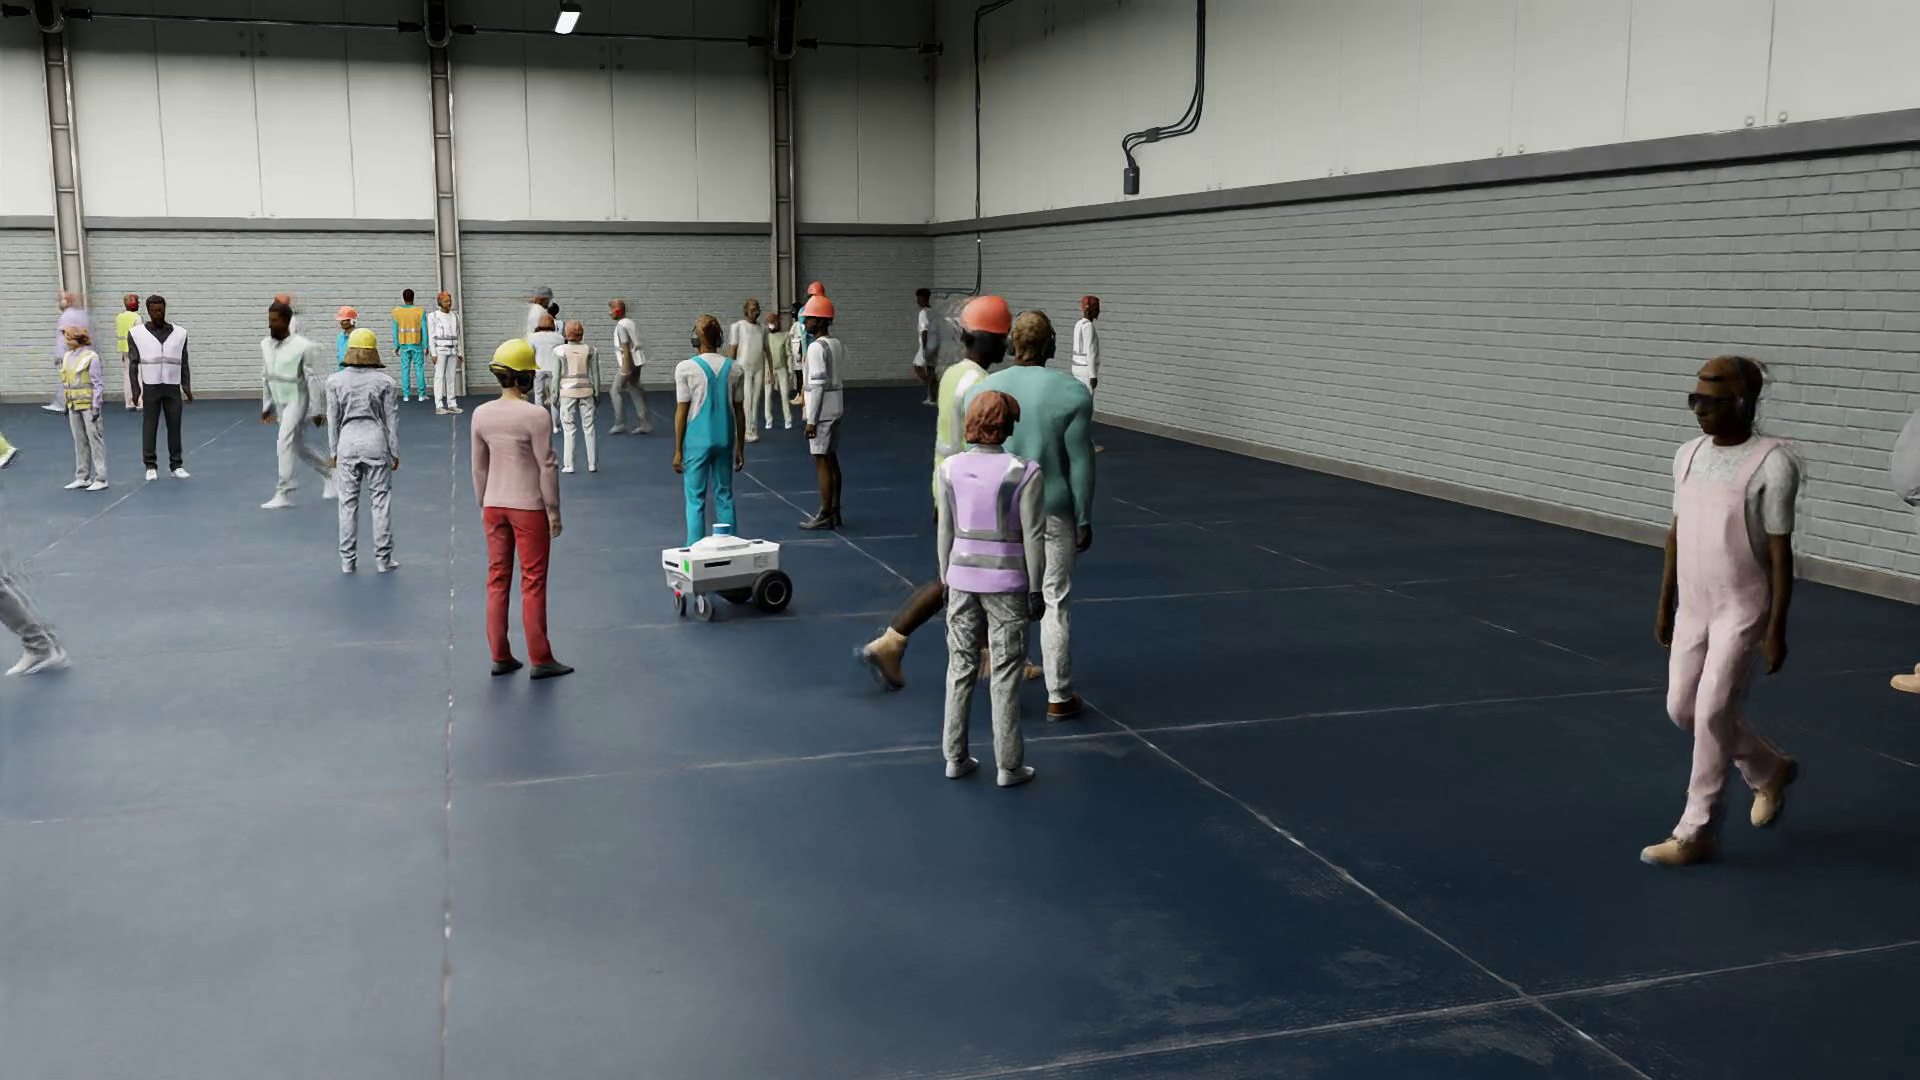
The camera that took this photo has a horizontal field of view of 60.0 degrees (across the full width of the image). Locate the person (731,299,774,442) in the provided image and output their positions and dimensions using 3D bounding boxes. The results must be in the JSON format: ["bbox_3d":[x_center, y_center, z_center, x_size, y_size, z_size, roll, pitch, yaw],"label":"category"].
[{"bbox_3d":[-2.596,-2.137,21.110,0.530,1.827,0.635,-5,10,-31],"label":"person"}]

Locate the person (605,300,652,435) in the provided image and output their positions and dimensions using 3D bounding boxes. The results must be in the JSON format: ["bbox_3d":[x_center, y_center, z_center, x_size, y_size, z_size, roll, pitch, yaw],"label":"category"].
[{"bbox_3d":[-4.476,-2.297,22.234,0.705,1.797,0.594,0,9,1],"label":"person"}]

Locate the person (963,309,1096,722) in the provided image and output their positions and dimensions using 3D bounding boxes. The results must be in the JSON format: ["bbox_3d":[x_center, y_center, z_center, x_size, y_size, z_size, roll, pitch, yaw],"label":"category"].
[{"bbox_3d":[0.331,-0.110,7.830,0.627,1.941,0.372,3,9,16],"label":"person"}]

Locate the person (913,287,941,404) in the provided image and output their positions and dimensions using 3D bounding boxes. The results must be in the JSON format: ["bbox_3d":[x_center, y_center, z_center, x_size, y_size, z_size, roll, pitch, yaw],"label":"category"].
[{"bbox_3d":[-0.543,-3.220,27.652,0.424,1.945,0.632,4,10,26],"label":"person"}]

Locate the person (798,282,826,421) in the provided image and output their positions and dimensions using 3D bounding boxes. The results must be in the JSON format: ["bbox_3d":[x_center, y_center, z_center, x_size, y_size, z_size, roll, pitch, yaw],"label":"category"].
[{"bbox_3d":[-2.130,-2.774,24.517,0.394,2.037,0.605,4,10,26],"label":"person"}]

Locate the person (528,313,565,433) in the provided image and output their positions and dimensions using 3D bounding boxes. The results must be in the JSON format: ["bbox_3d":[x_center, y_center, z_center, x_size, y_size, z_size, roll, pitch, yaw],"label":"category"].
[{"bbox_3d":[-5.585,-2.253,22.505,0.502,1.627,0.289,-2,9,-11],"label":"person"}]

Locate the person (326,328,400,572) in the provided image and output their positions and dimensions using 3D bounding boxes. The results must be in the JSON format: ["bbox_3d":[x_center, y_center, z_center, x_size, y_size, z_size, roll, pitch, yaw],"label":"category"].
[{"bbox_3d":[-4.237,-0.635,11.847,0.488,1.733,0.339,-2,9,-11],"label":"person"}]

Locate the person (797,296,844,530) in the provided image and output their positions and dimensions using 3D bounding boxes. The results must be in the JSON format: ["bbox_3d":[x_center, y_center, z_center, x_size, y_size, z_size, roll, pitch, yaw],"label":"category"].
[{"bbox_3d":[-1.158,-1.048,13.813,0.358,1.940,0.545,2,9,13],"label":"person"}]

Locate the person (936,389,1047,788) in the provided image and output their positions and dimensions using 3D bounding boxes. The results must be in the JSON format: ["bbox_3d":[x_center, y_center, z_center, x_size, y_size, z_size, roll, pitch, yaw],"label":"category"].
[{"bbox_3d":[0.120,0.201,6.837,0.508,1.629,0.314,6,11,34],"label":"person"}]

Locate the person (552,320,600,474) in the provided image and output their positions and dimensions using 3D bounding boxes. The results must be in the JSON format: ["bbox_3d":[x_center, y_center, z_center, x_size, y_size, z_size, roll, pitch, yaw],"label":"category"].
[{"bbox_3d":[-4.110,-1.526,17.822,0.522,1.638,0.310,-4,10,-25],"label":"person"}]

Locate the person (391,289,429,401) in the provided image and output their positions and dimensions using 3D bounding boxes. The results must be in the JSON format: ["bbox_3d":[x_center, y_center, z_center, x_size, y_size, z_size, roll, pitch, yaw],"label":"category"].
[{"bbox_3d":[-9.404,-3.338,28.490,0.590,1.921,0.392,-1,9,-6],"label":"person"}]

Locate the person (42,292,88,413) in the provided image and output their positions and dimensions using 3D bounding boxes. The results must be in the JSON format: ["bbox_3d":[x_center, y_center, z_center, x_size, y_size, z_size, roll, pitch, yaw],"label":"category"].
[{"bbox_3d":[-13.780,-2.857,25.550,0.905,1.868,0.679,-2,9,-12],"label":"person"}]

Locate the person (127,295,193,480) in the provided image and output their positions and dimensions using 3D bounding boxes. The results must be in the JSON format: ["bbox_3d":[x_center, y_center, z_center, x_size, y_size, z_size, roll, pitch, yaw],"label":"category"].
[{"bbox_3d":[-8.323,-1.586,17.318,0.597,1.916,0.370,-8,12,-41],"label":"person"}]

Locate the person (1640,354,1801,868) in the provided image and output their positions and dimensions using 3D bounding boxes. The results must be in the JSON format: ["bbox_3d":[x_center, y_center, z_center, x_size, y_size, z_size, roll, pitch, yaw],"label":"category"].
[{"bbox_3d":[2.764,0.249,5.909,0.656,1.825,0.514,-3,10,-21],"label":"person"}]

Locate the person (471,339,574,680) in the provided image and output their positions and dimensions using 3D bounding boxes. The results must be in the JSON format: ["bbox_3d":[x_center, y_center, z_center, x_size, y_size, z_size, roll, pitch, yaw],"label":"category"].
[{"bbox_3d":[-2.297,-0.157,8.678,0.523,1.769,0.321,4,10,26],"label":"person"}]

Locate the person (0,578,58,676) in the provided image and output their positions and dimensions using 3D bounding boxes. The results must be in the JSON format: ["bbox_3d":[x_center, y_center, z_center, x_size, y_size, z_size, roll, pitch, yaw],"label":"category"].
[{"bbox_3d":[-5.107,-0.085,8.454,0.918,1.698,0.493,-9,12,-44],"label":"person"}]

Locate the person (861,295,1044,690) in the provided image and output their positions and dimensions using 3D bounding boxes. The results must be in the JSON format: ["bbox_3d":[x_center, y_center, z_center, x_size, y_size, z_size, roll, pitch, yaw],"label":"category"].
[{"bbox_3d":[-0.043,-0.222,8.371,0.930,2.012,0.614,-2,9,-14],"label":"person"}]

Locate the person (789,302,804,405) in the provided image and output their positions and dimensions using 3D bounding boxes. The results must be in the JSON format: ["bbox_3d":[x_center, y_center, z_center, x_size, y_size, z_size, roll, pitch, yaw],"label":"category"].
[{"bbox_3d":[-2.680,-3.086,27.583,0.318,1.700,0.536,-2,9,-15],"label":"person"}]

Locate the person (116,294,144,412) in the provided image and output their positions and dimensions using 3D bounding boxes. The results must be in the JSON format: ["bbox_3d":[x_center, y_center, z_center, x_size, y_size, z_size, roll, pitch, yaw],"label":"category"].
[{"bbox_3d":[-12.962,-2.922,26.066,0.570,1.845,0.381,5,10,29],"label":"person"}]

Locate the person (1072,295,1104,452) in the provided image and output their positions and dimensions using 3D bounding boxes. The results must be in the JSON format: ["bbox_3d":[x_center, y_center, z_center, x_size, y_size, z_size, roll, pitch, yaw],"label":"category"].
[{"bbox_3d":[1.539,-2.012,20.138,0.358,1.885,0.572,-2,9,-10],"label":"person"}]

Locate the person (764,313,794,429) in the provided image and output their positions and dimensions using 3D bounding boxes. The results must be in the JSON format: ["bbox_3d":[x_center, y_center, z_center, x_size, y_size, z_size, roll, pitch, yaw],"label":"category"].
[{"bbox_3d":[-2.570,-2.349,23.143,0.519,1.619,0.298,-1,9,-6],"label":"person"}]

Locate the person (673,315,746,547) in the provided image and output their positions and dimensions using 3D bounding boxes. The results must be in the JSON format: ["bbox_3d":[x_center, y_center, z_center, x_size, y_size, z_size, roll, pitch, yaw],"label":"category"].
[{"bbox_3d":[-1.726,-0.628,11.475,0.521,1.835,0.352,-6,11,-32],"label":"person"}]

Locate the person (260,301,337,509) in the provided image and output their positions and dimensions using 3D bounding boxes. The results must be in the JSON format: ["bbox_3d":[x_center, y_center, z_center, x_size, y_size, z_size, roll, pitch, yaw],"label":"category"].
[{"bbox_3d":[-6.105,-1.260,15.351,0.585,1.887,0.909,5,10,31],"label":"person"}]

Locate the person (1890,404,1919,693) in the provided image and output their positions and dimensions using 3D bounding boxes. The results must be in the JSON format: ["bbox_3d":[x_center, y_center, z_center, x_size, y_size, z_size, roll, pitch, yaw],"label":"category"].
[{"bbox_3d":[4.984,-0.245,8.370,0.689,2.000,0.539,-8,12,-42],"label":"person"}]

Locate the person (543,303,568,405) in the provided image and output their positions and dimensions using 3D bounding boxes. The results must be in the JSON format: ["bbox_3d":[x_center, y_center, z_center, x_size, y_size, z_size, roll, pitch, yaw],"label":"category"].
[{"bbox_3d":[-6.729,-3.085,27.582,0.535,1.697,0.318,-7,11,-38],"label":"person"}]

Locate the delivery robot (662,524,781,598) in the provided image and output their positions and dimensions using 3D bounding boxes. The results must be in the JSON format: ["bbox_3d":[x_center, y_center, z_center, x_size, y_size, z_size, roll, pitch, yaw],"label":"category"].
[{"bbox_3d":[-1.478,0.143,10.322,0.707,0.478,0.477,-7,11,-37],"label":"delivery robot"}]

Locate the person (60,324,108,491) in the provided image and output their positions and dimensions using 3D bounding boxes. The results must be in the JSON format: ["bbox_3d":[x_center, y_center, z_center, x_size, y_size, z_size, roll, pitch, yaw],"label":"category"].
[{"bbox_3d":[-8.638,-1.302,16.390,0.514,1.639,0.310,5,10,27],"label":"person"}]

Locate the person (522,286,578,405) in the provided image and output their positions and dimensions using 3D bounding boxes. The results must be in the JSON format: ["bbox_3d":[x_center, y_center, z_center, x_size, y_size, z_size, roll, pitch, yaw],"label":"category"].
[{"bbox_3d":[-6.708,-3.132,26.789,1.039,2.000,0.686,-2,9,-11],"label":"person"}]

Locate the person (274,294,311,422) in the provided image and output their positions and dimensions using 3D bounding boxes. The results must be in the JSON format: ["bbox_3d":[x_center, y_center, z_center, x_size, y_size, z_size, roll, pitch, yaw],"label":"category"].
[{"bbox_3d":[-9.688,-2.621,24.084,0.455,1.874,0.589,-4,10,-26],"label":"person"}]

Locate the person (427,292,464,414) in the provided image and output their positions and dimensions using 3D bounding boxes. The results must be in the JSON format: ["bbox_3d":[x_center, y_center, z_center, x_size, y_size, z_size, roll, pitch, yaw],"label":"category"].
[{"bbox_3d":[-7.941,-2.884,25.712,0.356,1.882,0.572,6,11,33],"label":"person"}]

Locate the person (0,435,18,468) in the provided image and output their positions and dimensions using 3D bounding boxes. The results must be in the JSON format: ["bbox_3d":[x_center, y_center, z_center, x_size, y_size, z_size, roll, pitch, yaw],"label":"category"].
[{"bbox_3d":[-10.849,-1.726,18.305,0.901,1.898,0.595,0,9,2],"label":"person"}]
